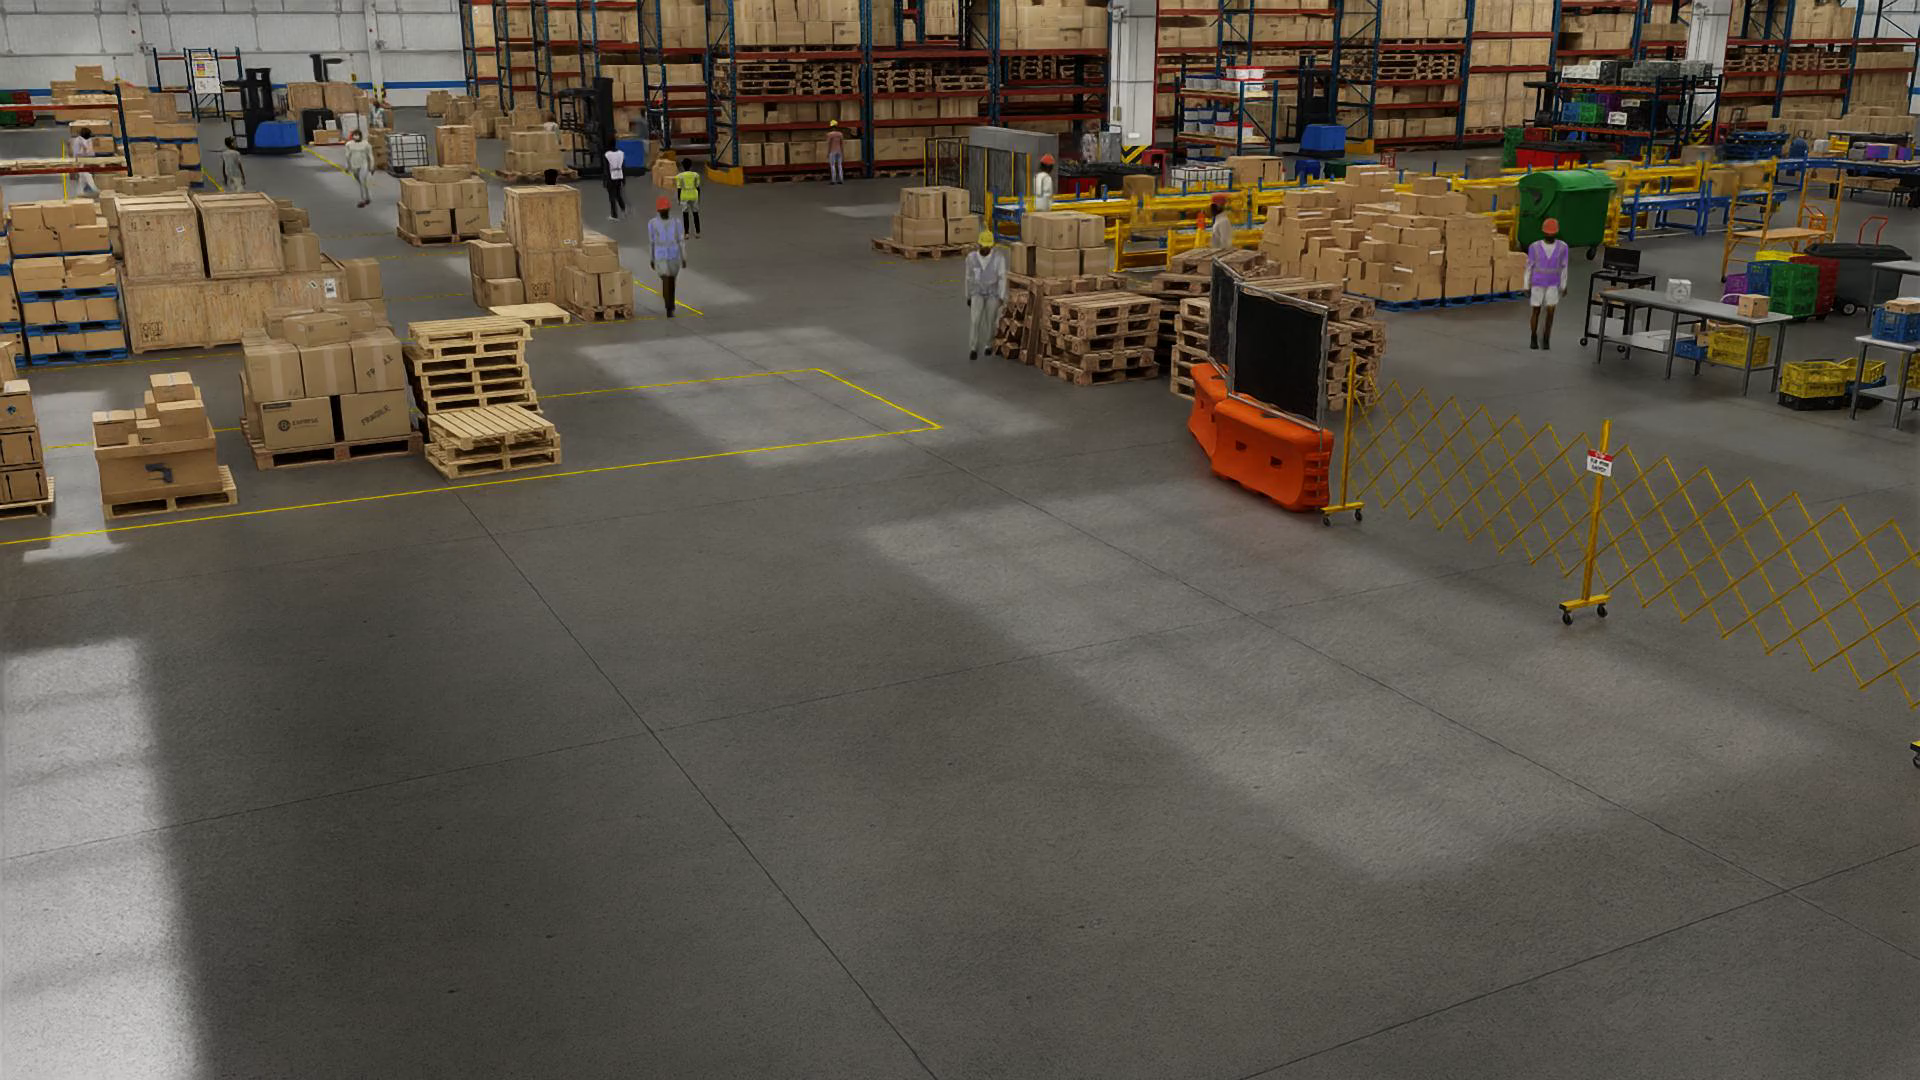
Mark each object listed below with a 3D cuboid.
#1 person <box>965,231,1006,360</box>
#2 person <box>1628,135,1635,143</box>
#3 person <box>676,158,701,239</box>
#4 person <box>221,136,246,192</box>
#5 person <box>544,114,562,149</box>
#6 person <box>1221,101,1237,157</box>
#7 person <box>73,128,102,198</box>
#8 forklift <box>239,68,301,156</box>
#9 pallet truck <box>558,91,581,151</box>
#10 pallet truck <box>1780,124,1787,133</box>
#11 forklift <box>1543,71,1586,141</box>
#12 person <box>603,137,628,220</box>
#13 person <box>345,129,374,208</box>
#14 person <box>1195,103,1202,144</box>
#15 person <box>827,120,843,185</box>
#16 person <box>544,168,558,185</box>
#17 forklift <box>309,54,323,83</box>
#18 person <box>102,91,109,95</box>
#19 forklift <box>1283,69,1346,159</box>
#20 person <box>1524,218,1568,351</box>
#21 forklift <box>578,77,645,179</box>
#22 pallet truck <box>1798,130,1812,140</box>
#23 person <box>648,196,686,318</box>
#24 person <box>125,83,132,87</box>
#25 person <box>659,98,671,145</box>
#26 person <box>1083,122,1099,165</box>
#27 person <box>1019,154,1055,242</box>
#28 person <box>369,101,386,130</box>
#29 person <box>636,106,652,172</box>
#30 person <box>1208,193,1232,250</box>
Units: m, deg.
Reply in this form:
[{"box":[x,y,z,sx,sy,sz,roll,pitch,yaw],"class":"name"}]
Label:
[{"box":[0.341,-3.400,23.214,0.581,1.780,0.868,1,18,4],"class":"person"},{"box":[24.157,-15.110,59.731,0.309,1.772,0.525,3,18,9],"class":"person"},{"box":[-5.761,-7.249,35.340,0.531,1.697,0.320,-9,20,-25],"class":"person"},{"box":[-17.121,-8.556,39.163,0.523,1.855,0.699,6,19,18],"class":"person"},{"box":[-12.437,-12.223,50.956,0.541,1.616,0.603,9,20,25],"class":"person"},{"box":[8.617,-13.494,54.432,1.046,1.946,0.614,14,22,36],"class":"person"},{"box":[-22.440,-9.696,42.832,0.950,1.781,0.696,1,18,3],"class":"person"},{"box":[-23.106,-14.209,55.131,1.873,2.768,1.129,4,18,11],"class":"forklift"},{"box":[-13.495,-14.412,57.188,0.823,1.965,1.885,-3,18,-9],"class":"pallet truck"},{"box":[25.206,-12.542,52.601,1.601,1.201,0.680,0,18,-2],"class":"pallet truck"},{"box":[18.685,-13.231,52.085,1.873,2.768,1.129,-9,20,-26],"class":"forklift"},{"box":[-7.996,-8.347,38.419,0.433,1.906,0.622,12,22,34],"class":"person"},{"box":[-14.834,-9.212,41.168,0.636,1.894,1.031,2,18,5],"class":"person"},{"box":[8.216,-14.332,57.589,0.497,1.596,0.846,1,18,3],"class":"person"},{"box":[-3.484,-10.765,46.207,0.518,1.756,0.343,-15,23,-39],"class":"person"},{"box":[-7.383,-5.780,30.326,0.603,1.966,0.367,12,21,34],"class":"person"},{"box":[-27.362,-19.292,70.980,1.873,2.768,1.129,-6,19,-19],"class":"forklift"},{"box":[-32.975,-16.548,64.397,0.867,1.646,0.540,-17,24,-42],"class":"person"},{"box":[11.615,-13.871,54.079,1.129,2.768,1.873,-9,20,-27],"class":"forklift"},{"box":[8.372,-3.642,23.761,0.624,1.904,0.685,5,18,14],"class":"person"},{"box":[-10.162,-11.848,47.770,1.873,2.768,1.129,-9,20,-26],"class":"forklift"},{"box":[25.526,-11.556,49.408,1.630,1.274,0.653,-9,20,-26],"class":"pallet truck"},{"box":[-4.706,-4.572,26.701,0.572,1.890,0.978,-6,19,-19],"class":"person"},{"box":[-32.414,-16.917,65.147,0.420,1.912,0.566,-4,18,-14],"class":"person"},{"box":[-9.596,-13.418,54.186,0.355,1.938,0.544,-9,20,-26],"class":"person"},{"box":[3.457,-10.098,43.953,0.903,1.876,0.656,-9,20,-25],"class":"person"},{"box":[1.565,-6.534,32.626,0.877,2.017,0.607,-7,19,-20],"class":"person"},{"box":[-20.370,-14.503,58.093,0.521,1.614,0.705,5,18,14],"class":"person"},{"box":[-9.411,-11.946,49.615,0.430,1.923,0.643,4,18,11],"class":"person"},{"box":[4.128,-4.562,26.582,1.046,1.937,0.649,2,18,5],"class":"person"}]
